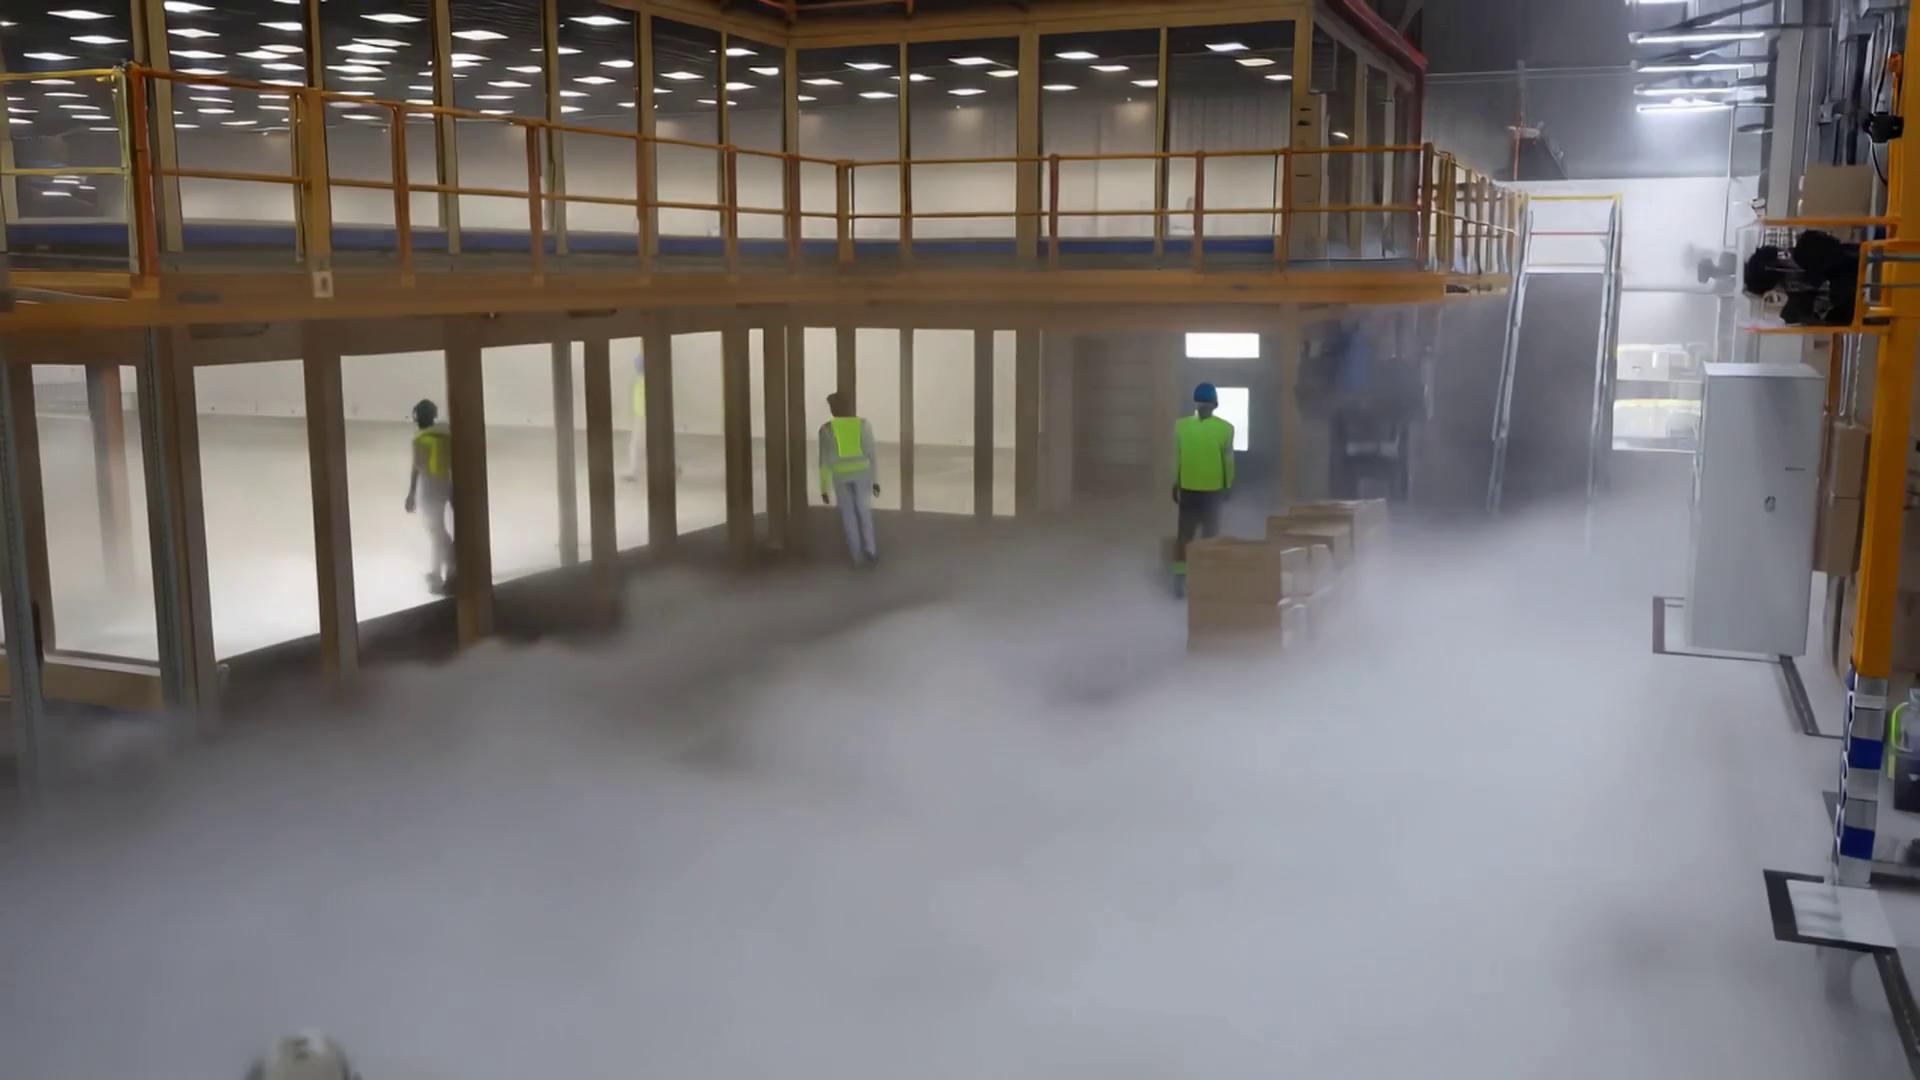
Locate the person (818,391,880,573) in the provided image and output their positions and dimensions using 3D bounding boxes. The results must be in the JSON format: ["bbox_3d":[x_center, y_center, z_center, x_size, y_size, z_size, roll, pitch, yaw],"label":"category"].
[{"bbox_3d":[-1.123,-0.585,16.839,0.619,1.849,0.405,-3,10,-17],"label":"person"}]

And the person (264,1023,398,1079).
[{"bbox_3d":[-0.975,1.709,2.825,0.620,1.812,0.901,-5,11,-30],"label":"person"}]

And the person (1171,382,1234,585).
[{"bbox_3d":[2.359,-0.545,16.197,0.612,1.986,0.406,1,9,7],"label":"person"}]
